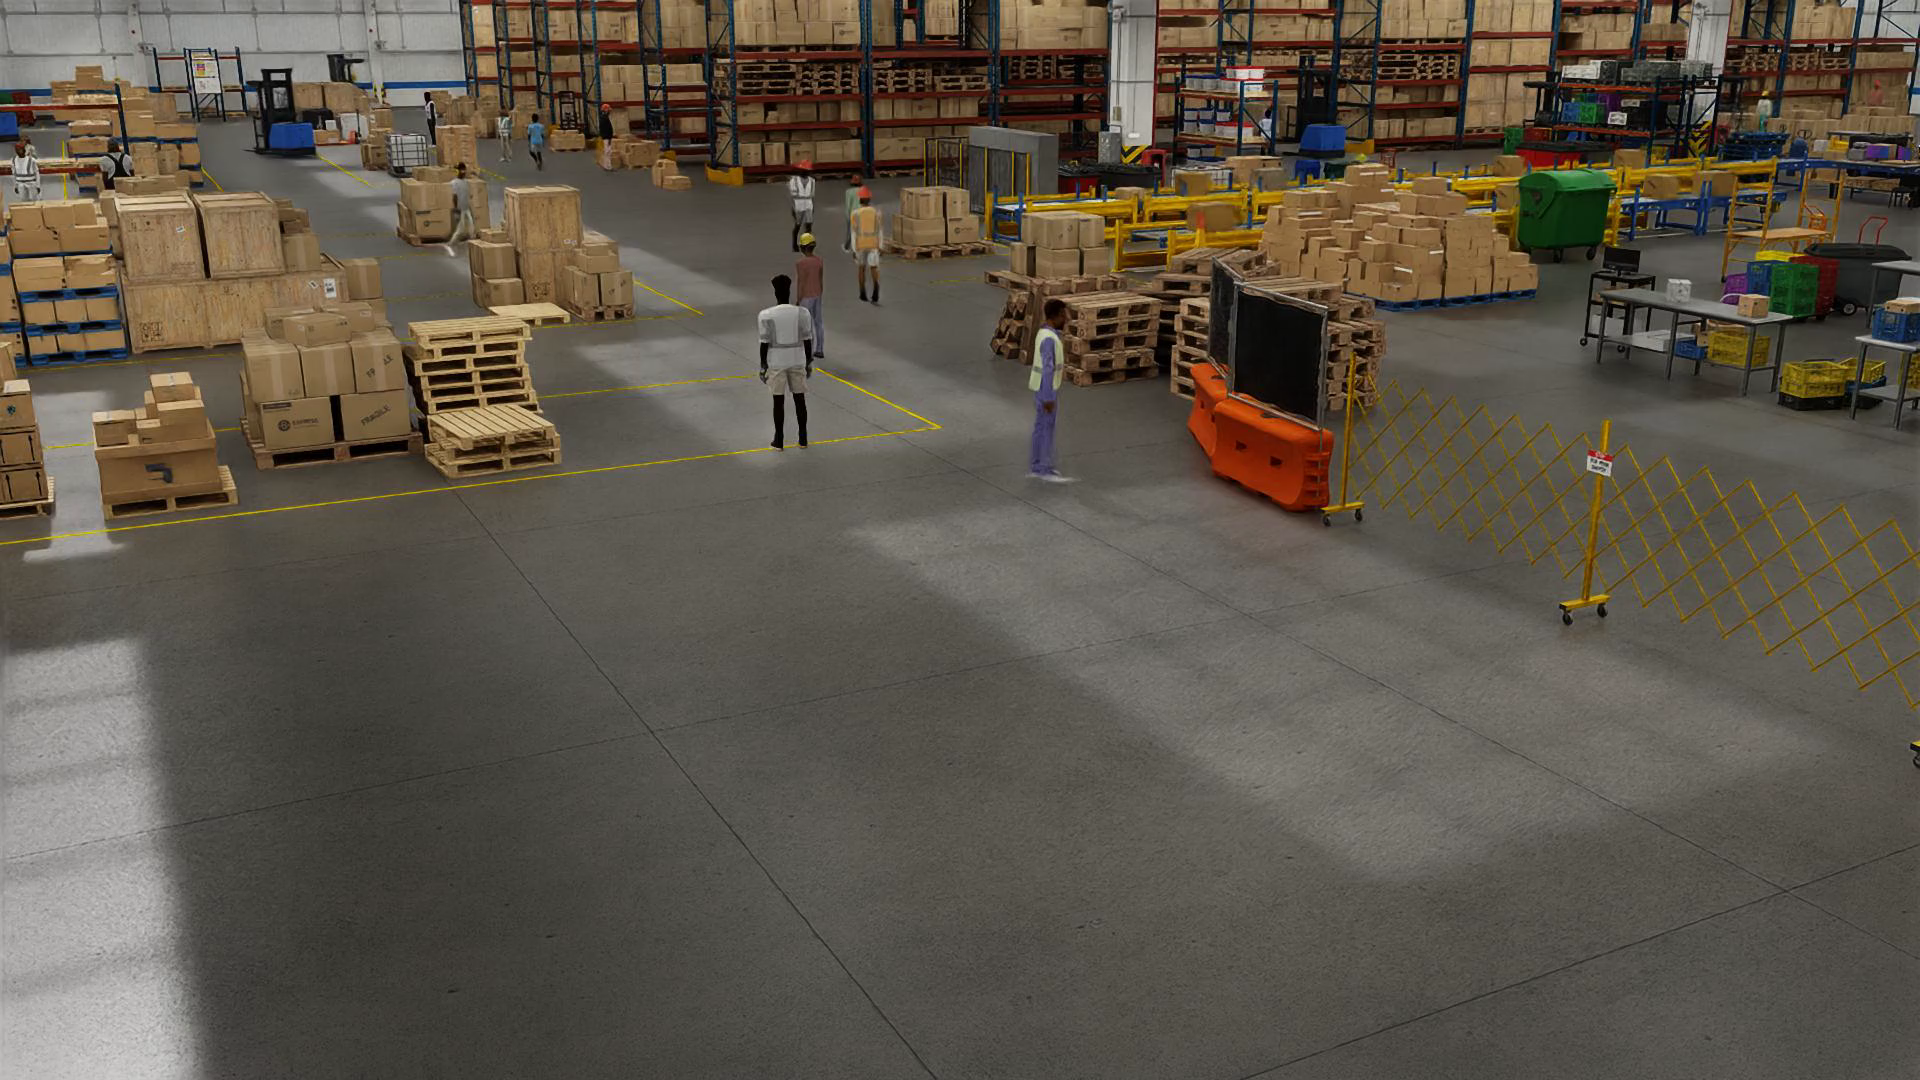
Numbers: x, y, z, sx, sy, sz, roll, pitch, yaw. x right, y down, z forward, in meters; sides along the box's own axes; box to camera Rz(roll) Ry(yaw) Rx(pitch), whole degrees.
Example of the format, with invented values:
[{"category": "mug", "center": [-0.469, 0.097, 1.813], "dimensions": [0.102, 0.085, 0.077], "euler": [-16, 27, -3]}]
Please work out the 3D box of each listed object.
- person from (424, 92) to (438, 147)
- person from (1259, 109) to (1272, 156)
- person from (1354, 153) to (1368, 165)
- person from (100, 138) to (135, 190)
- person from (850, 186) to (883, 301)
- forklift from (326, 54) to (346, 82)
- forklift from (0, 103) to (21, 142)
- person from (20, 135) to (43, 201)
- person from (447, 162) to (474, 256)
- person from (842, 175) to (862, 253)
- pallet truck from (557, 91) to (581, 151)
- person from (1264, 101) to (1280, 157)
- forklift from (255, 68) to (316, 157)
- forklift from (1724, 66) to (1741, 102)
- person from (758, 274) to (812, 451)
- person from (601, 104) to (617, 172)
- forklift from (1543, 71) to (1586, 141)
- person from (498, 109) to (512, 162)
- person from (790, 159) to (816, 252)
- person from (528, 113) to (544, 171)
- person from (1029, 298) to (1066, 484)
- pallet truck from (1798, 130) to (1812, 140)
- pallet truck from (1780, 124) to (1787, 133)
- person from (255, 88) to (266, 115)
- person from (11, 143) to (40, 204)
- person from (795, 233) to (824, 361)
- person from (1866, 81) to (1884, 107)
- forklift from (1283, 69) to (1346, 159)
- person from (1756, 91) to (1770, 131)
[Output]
[{"category": "person", "center": [-18.600, -14.793, 58.519], "dimensions": [0.391, 1.912, 0.589], "euler": [-11, 21, -32]}, {"category": "person", "center": [9.580, -12.565, 51.916], "dimensions": [0.538, 1.696, 0.317], "euler": [5, 18, 14]}, {"category": "person", "center": [8.481, -7.269, 35.235], "dimensions": [0.903, 1.792, 0.613], "euler": [-6, 19, -19]}, {"category": "person", "center": [-18.438, -7.773, 36.420], "dimensions": [0.684, 2.000, 0.538], "euler": [-16, 24, -41]}, {"category": "person", "center": [-1.545, -4.902, 27.662], "dimensions": [0.555, 1.922, 0.722], "euler": [-4, 18, -12]}, {"category": "forklift", "center": [-26.571, -19.320, 71.065], "dimensions": [1.873, 2.768, 1.129], "euler": [1, 18, 4]}, {"category": "forklift", "center": [-35.172, -15.788, 60.054], "dimensions": [1.873, 2.768, 1.129], "euler": [10, 20, 29]}, {"category": "person", "center": [-23.685, -9.467, 42.350], "dimensions": [0.511, 1.641, 0.307], "euler": [6, 19, 17]}, {"category": "person", "center": [-9.826, -6.511, 32.833], "dimensions": [0.588, 1.887, 0.566], "euler": [6, 19, 19]}, {"category": "person", "center": [-2.079, -6.440, 32.996], "dimensions": [0.511, 1.575, 0.862], "euler": [-9, 20, -25]}, {"category": "pallet truck", "center": [-13.495, -14.412, 57.188], "dimensions": [0.823, 1.965, 1.885], "euler": [-3, 18, -9]}, {"category": "person", "center": [10.082, -13.235, 53.709], "dimensions": [0.552, 1.882, 0.973], "euler": [-12, 21, -33]}, {"category": "forklift", "center": [-22.375, -14.116, 54.842], "dimensions": [1.873, 2.768, 1.129], "euler": [13, 22, 34]}, {"category": "forklift", "center": [26.074, -14.826, 57.056], "dimensions": [1.129, 2.768, 1.873], "euler": [2, 18, 5]}, {"category": "person", "center": [-1.930, -1.956, 18.416], "dimensions": [0.604, 1.959, 0.378], "euler": [-5, 19, -16]}, {"category": "person", "center": [-10.524, -12.003, 49.679], "dimensions": [0.374, 1.997, 0.614], "euler": [-7, 19, -21]}, {"category": "forklift", "center": [18.685, -13.231, 52.085], "dimensions": [1.873, 2.768, 1.129], "euler": [-9, 20, -26]}, {"category": "person", "center": [-14.531, -12.917, 53.109], "dimensions": [0.514, 1.636, 0.315], "euler": [9, 20, 27]}, {"category": "person", "center": [-3.145, -6.626, 33.083], "dimensions": [0.558, 1.906, 0.894], "euler": [-7, 19, -21]}, {"category": "person", "center": [-12.762, -11.985, 50.113], "dimensions": [0.542, 1.687, 0.392], "euler": [-16, 24, -41]}, {"category": "person", "center": [0.899, -1.548, 17.215], "dimensions": [0.377, 1.914, 0.596], "euler": [0, 18, 1]}, {"category": "pallet truck", "center": [25.526, -11.556, 49.408], "dimensions": [1.630, 1.274, 0.653], "euler": [-9, 20, -26]}, {"category": "pallet truck", "center": [25.206, -12.542, 52.601], "dimensions": [1.601, 1.201, 0.680], "euler": [0, 18, -2]}, {"category": "person", "center": [-26.933, -16.726, 64.562], "dimensions": [0.893, 1.903, 0.548], "euler": [10, 20, 29]}, {"category": "person", "center": [-20.762, -7.880, 37.008], "dimensions": [0.583, 1.882, 0.337], "euler": [1, 18, 2]}, {"category": "person", "center": [-2.106, -3.387, 23.190], "dimensions": [0.311, 1.768, 0.532], "euler": [12, 21, 33]}, {"category": "person", "center": [36.068, -17.094, 65.578], "dimensions": [0.532, 1.978, 0.620], "euler": [-9, 20, -26]}, {"category": "forklift", "center": [11.615, -13.871, 54.079], "dimensions": [1.129, 2.768, 1.873], "euler": [-9, 20, -27]}, {"category": "person", "center": [30.180, -15.985, 62.475], "dimensions": [0.530, 1.753, 0.537], "euler": [-9, 20, -25]}]
